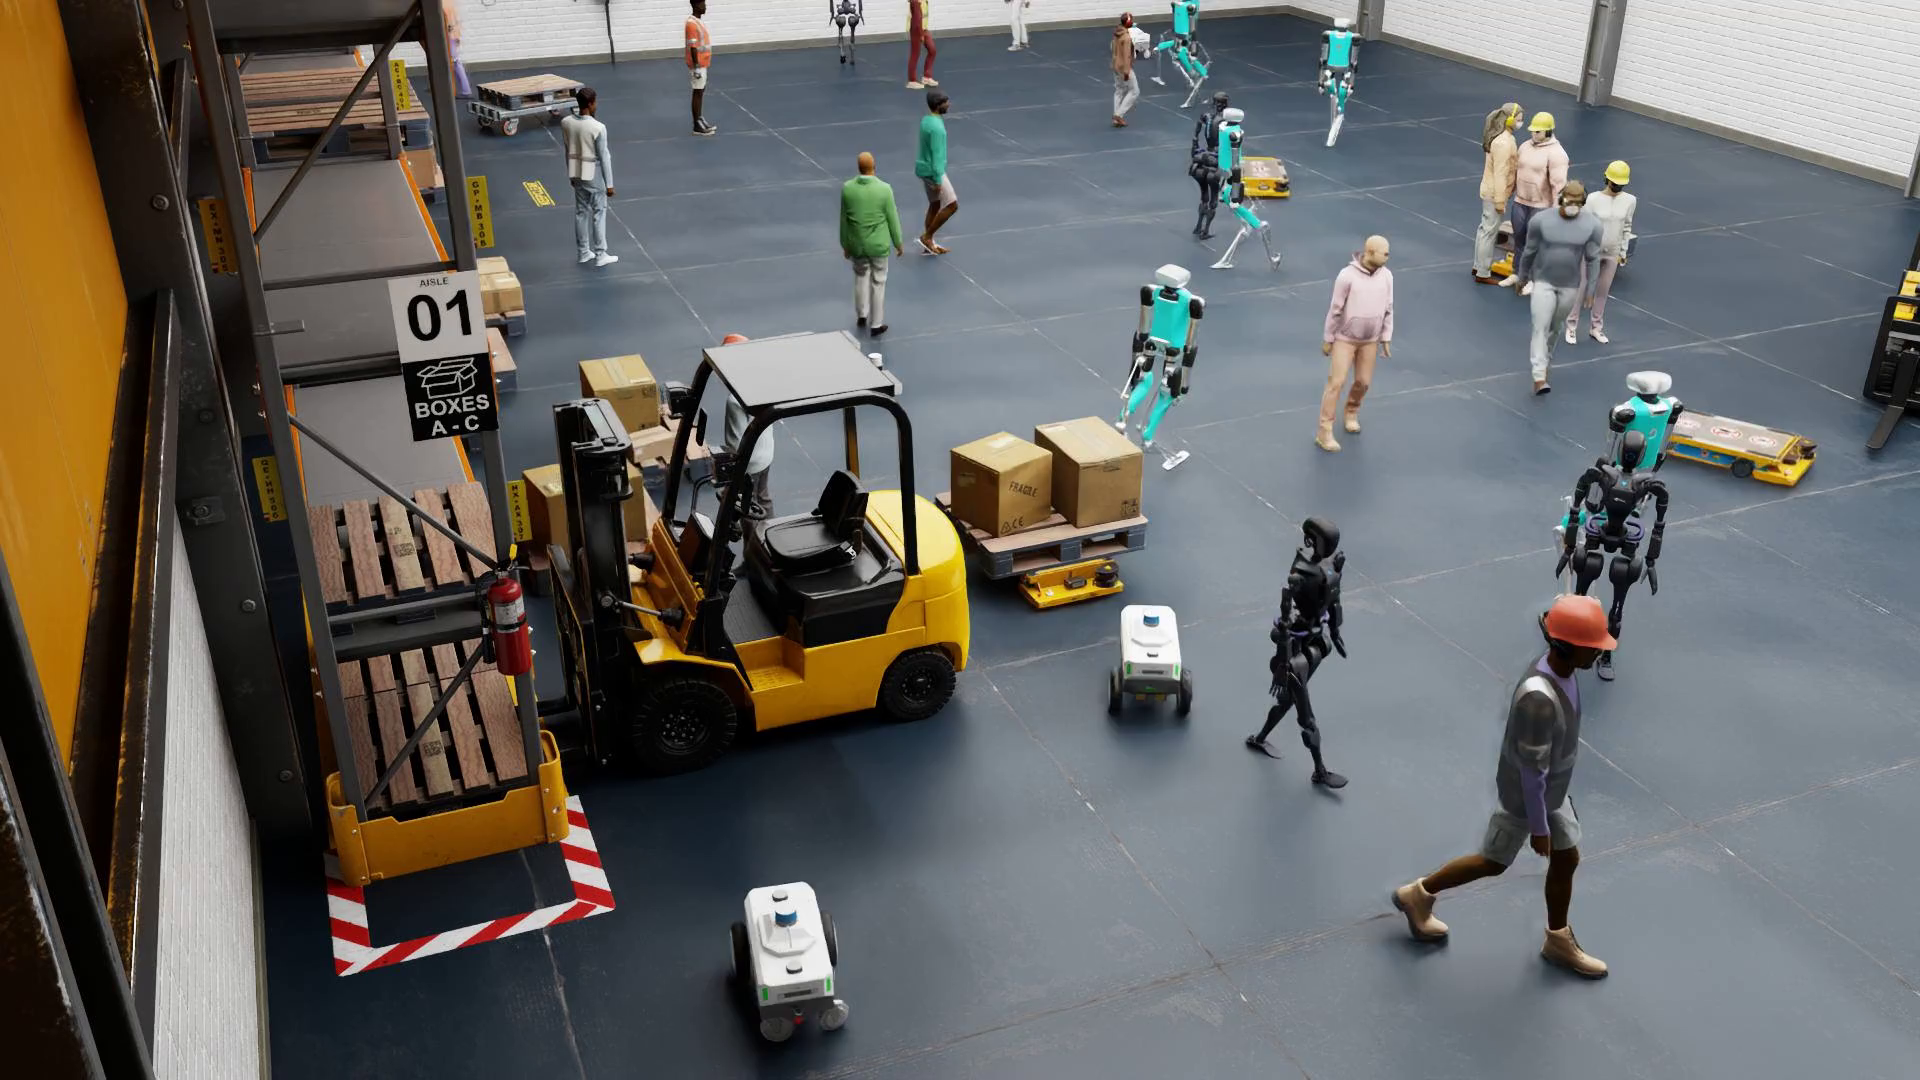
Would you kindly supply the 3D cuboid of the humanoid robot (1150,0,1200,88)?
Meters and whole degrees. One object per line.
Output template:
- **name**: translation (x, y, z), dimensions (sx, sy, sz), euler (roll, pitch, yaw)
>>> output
- **humanoid robot**: translation (3.379, -8.027, 26.370), dimensions (1.006, 1.772, 0.530), euler (12, 29, 22)

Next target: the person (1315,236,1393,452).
- **person**: translation (3.233, -1.645, 13.628), dimensions (0.580, 1.744, 0.605), euler (-5, 27, -10)

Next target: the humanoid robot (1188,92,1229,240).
- **humanoid robot**: translation (2.840, -4.253, 18.880), dimensions (0.604, 1.640, 0.311), euler (23, 35, 38)

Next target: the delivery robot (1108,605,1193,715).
- **delivery robot**: translation (1.168, 0.697, 10.251), dimensions (0.499, 0.566, 0.739), euler (1, 27, 3)

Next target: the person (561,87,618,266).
- **person**: translation (-3.997, -3.903, 17.932), dimensions (0.597, 1.908, 0.400), euler (14, 30, 26)

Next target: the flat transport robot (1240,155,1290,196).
- **flat transport robot**: translation (3.804, -4.645, 21.228), dimensions (0.659, 0.231, 1.431), euler (2, 27, 3)

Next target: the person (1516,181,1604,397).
- **person**: translation (5.244, -2.201, 14.574), dimensions (0.647, 1.881, 1.044), euler (5, 27, 9)

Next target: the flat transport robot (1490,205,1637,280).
- **flat transport robot**: translation (6.480, -3.045, 18.044), dimensions (1.431, 0.231, 0.659), euler (-17, 32, -31)

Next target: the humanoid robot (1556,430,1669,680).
- **humanoid robot**: translation (4.006, 0.089, 10.229), dimensions (0.599, 1.655, 0.315), euler (12, 29, 22)

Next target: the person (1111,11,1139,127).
- **person**: translation (2.355, -6.737, 23.859), dimensions (0.397, 1.642, 0.471), euler (-11, 29, -20)

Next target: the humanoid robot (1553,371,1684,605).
- **humanoid robot**: translation (4.255, -0.351, 11.025), dimensions (0.536, 1.763, 0.716), euler (-11, 29, -20)

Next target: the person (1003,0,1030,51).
- **person**: translation (1.046, -9.585, 29.312), dimensions (0.536, 1.840, 0.687), euler (-10, 28, -18)

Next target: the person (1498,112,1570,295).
- **person**: translation (5.926, -3.483, 17.152), dimensions (0.435, 1.857, 0.802), euler (-15, 30, -27)

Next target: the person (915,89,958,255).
- **person**: translation (-0.262, -3.998, 18.199), dimensions (0.463, 1.833, 0.529), euler (-7, 27, -13)

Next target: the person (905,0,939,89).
- **person**: translation (-0.577, -8.010, 26.274), dimensions (0.594, 1.753, 0.489), euler (11, 29, 20)

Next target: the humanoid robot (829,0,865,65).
- **humanoid robot**: translation (-1.916, -8.876, 28.066), dimensions (0.603, 1.640, 0.379), euler (-1, 27, -2)

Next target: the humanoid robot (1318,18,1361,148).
- **humanoid robot**: translation (5.285, -6.381, 23.097), dimensions (0.535, 1.775, 1.016), euler (11, 29, 21)

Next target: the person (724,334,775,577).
- **person**: translation (-1.477, -0.587, 11.517), dimensions (0.350, 1.740, 0.573), euler (8, 28, 15)

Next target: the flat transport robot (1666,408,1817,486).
- **flat transport robot**: translation (6.147, -0.795, 13.568), dimensions (1.431, 0.231, 0.659), euler (20, 33, 34)

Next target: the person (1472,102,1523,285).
- **person**: translation (5.603, -3.628, 17.419), dimensions (0.412, 1.876, 0.550), euler (5, 27, 9)

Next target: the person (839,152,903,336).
- **person**: translation (-0.845, -2.841, 15.972), dimensions (0.593, 1.771, 0.489), euler (8, 28, 15)

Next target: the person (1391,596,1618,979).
- **person**: translation (2.637, 1.135, 7.809), dimensions (0.995, 2.004, 0.617), euler (17, 31, 31)

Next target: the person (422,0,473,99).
- **person**: translation (-8.012, -7.690, 25.562), dimensions (0.894, 1.803, 0.601), euler (0, 27, 0)

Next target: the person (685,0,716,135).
- **person**: translation (-3.688, -6.748, 23.529), dimensions (0.368, 1.958, 0.607), euler (0, 27, 1)

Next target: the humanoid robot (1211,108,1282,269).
- **humanoid robot**: translation (3.156, -3.717, 17.792), dimensions (0.892, 1.806, 0.545), euler (-4, 27, -8)

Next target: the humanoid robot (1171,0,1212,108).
- **humanoid robot**: translation (3.561, -7.341, 25.069), dimensions (0.799, 1.887, 0.542), euler (-14, 30, -25)

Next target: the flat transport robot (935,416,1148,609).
- **flat transport robot**: translation (0.551, 0.053, 11.881), dimensions (0.659, 0.231, 1.431), euler (-11, 29, -21)

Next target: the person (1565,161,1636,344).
- **person**: translation (6.067, -2.716, 15.729), dimensions (0.521, 1.763, 0.317), euler (-2, 27, -4)

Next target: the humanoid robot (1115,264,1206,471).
- **humanoid robot**: translation (1.455, -1.183, 12.713), dimensions (0.555, 1.750, 0.990), euler (17, 31, 30)

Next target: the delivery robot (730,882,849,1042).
- **delivery robot**: translation (-0.800, 1.945, 7.816), dimensions (0.517, 0.609, 0.781), euler (-6, 27, -11)

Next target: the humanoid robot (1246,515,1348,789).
- **humanoid robot**: translation (1.965, 0.592, 9.285), dimensions (0.721, 1.628, 0.605), euler (24, 35, 39)

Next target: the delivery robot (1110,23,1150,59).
- **delivery robot**: translation (2.992, -8.680, 28.950), dimensions (0.499, 0.610, 0.804), euler (-11, 29, -21)

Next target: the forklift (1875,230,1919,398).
- **forklift**: translation (9.029, -2.397, 14.618), dimensions (1.214, 2.155, 2.313), euler (18, 32, 32)

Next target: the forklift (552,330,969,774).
- **forklift**: translation (-1.094, 0.010, 9.831), dimensions (2.313, 2.155, 1.214), euler (-10, 28, -20)
